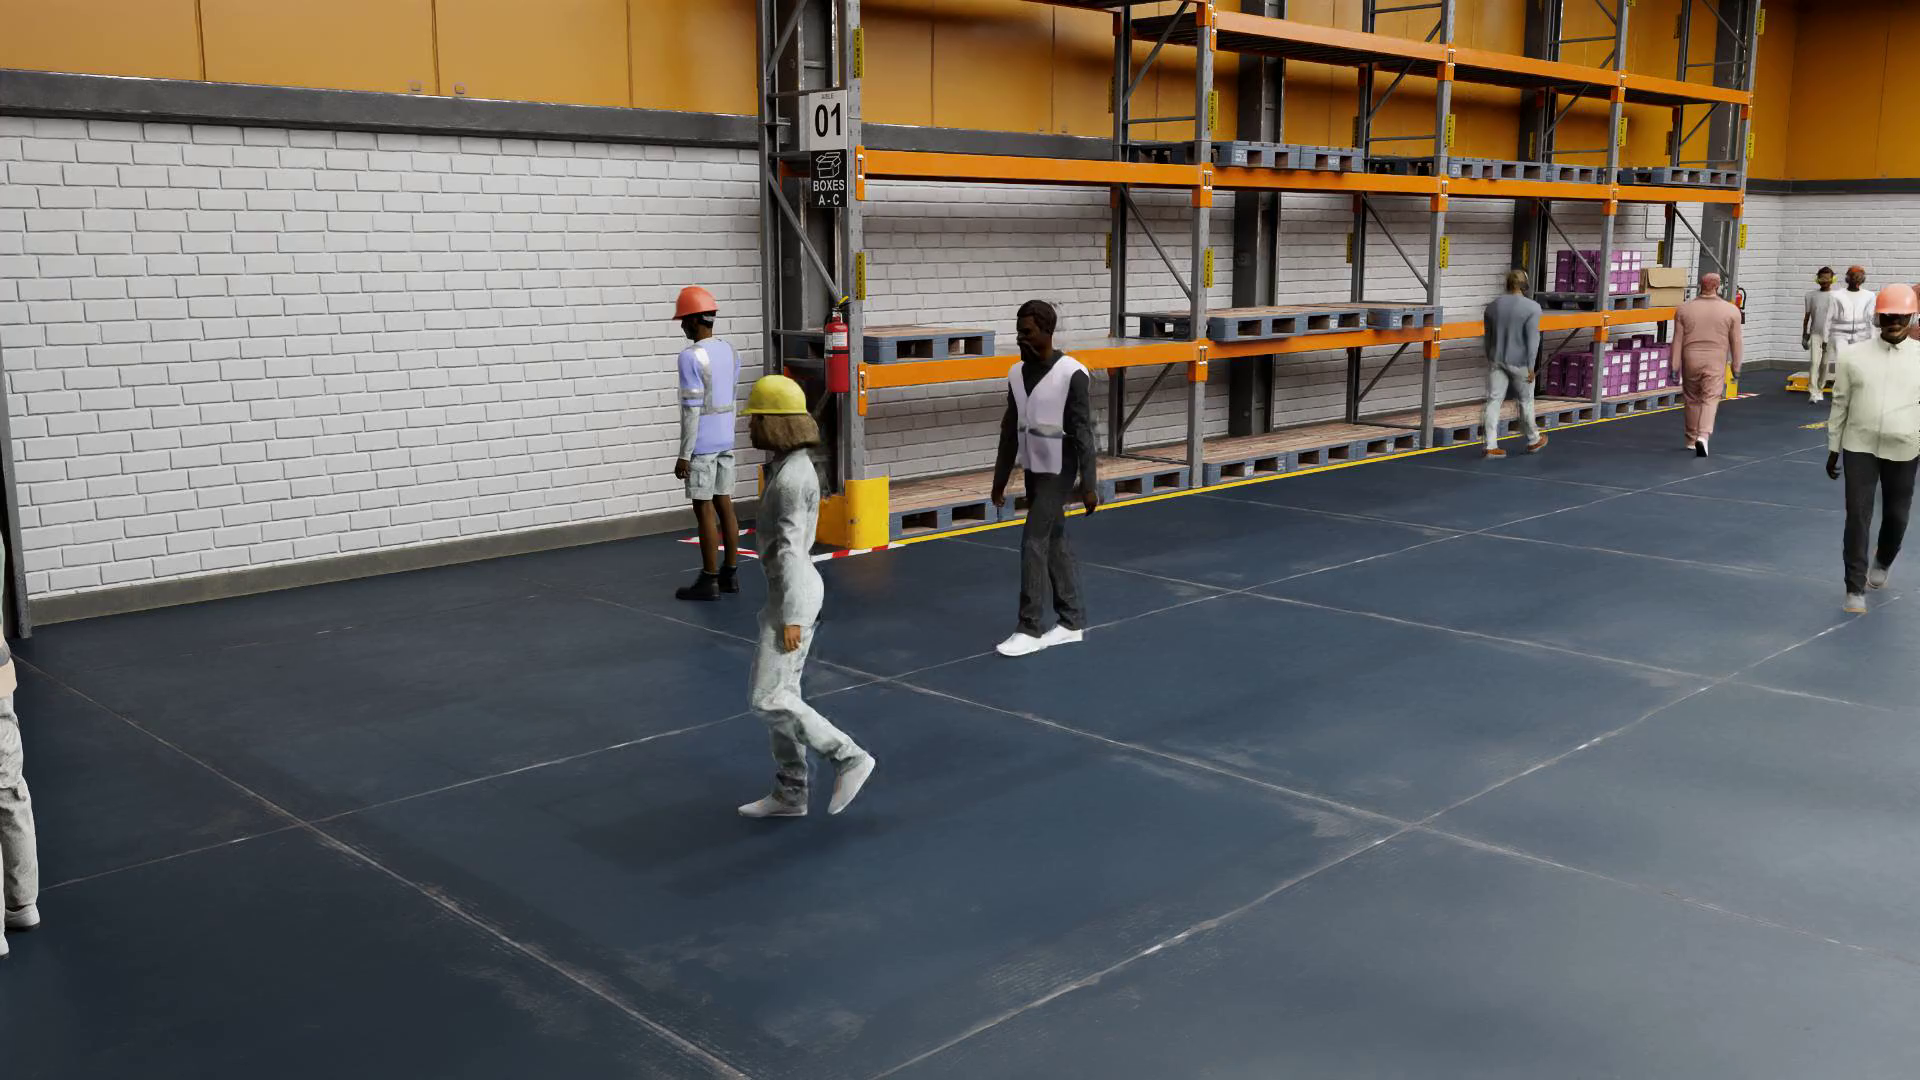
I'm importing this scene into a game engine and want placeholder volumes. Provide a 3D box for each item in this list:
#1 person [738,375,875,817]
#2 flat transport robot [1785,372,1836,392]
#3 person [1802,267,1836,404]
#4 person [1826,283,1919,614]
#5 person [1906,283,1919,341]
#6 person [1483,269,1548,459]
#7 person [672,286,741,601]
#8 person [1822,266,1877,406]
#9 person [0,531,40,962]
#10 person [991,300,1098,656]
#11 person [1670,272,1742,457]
[{"bbox_3d":[-0.617,0.238,6.293,0.440,1.725,0.496,-1,10,-6],"label":"person"},{"bbox_3d":[12.412,-2.291,24.065,0.652,0.197,1.431,7,12,33],"label":"flat transport robot"},{"bbox_3d":[11.651,-2.763,22.430,0.538,1.831,0.961,4,11,23],"label":"person"},{"bbox_3d":[5.615,-0.576,10.111,0.623,1.970,0.865,5,12,26],"label":"person"},{"bbox_3d":[12.043,-2.551,20.862,0.487,1.976,0.749,-2,11,-12],"label":"person"},{"bbox_3d":[5.647,-1.784,16.879,0.987,1.889,0.652,-9,14,-42],"label":"person"},{"bbox_3d":[-1.581,-0.589,10.252,0.368,1.934,0.543,5,11,24],"label":"person"},{"bbox_3d":[11.439,-2.581,21.354,0.590,1.834,0.983,2,11,10],"label":"person"},{"bbox_3d":[-3.089,0.496,5.128,0.311,1.642,0.513,-1,10,-3],"label":"person"},{"bbox_3d":[0.373,-0.328,8.919,0.797,1.887,0.634,-7,12,-32],"label":"person"},{"bbox_3d":[7.637,-1.802,17.055,0.657,1.870,0.948,6,12,31],"label":"person"}]
